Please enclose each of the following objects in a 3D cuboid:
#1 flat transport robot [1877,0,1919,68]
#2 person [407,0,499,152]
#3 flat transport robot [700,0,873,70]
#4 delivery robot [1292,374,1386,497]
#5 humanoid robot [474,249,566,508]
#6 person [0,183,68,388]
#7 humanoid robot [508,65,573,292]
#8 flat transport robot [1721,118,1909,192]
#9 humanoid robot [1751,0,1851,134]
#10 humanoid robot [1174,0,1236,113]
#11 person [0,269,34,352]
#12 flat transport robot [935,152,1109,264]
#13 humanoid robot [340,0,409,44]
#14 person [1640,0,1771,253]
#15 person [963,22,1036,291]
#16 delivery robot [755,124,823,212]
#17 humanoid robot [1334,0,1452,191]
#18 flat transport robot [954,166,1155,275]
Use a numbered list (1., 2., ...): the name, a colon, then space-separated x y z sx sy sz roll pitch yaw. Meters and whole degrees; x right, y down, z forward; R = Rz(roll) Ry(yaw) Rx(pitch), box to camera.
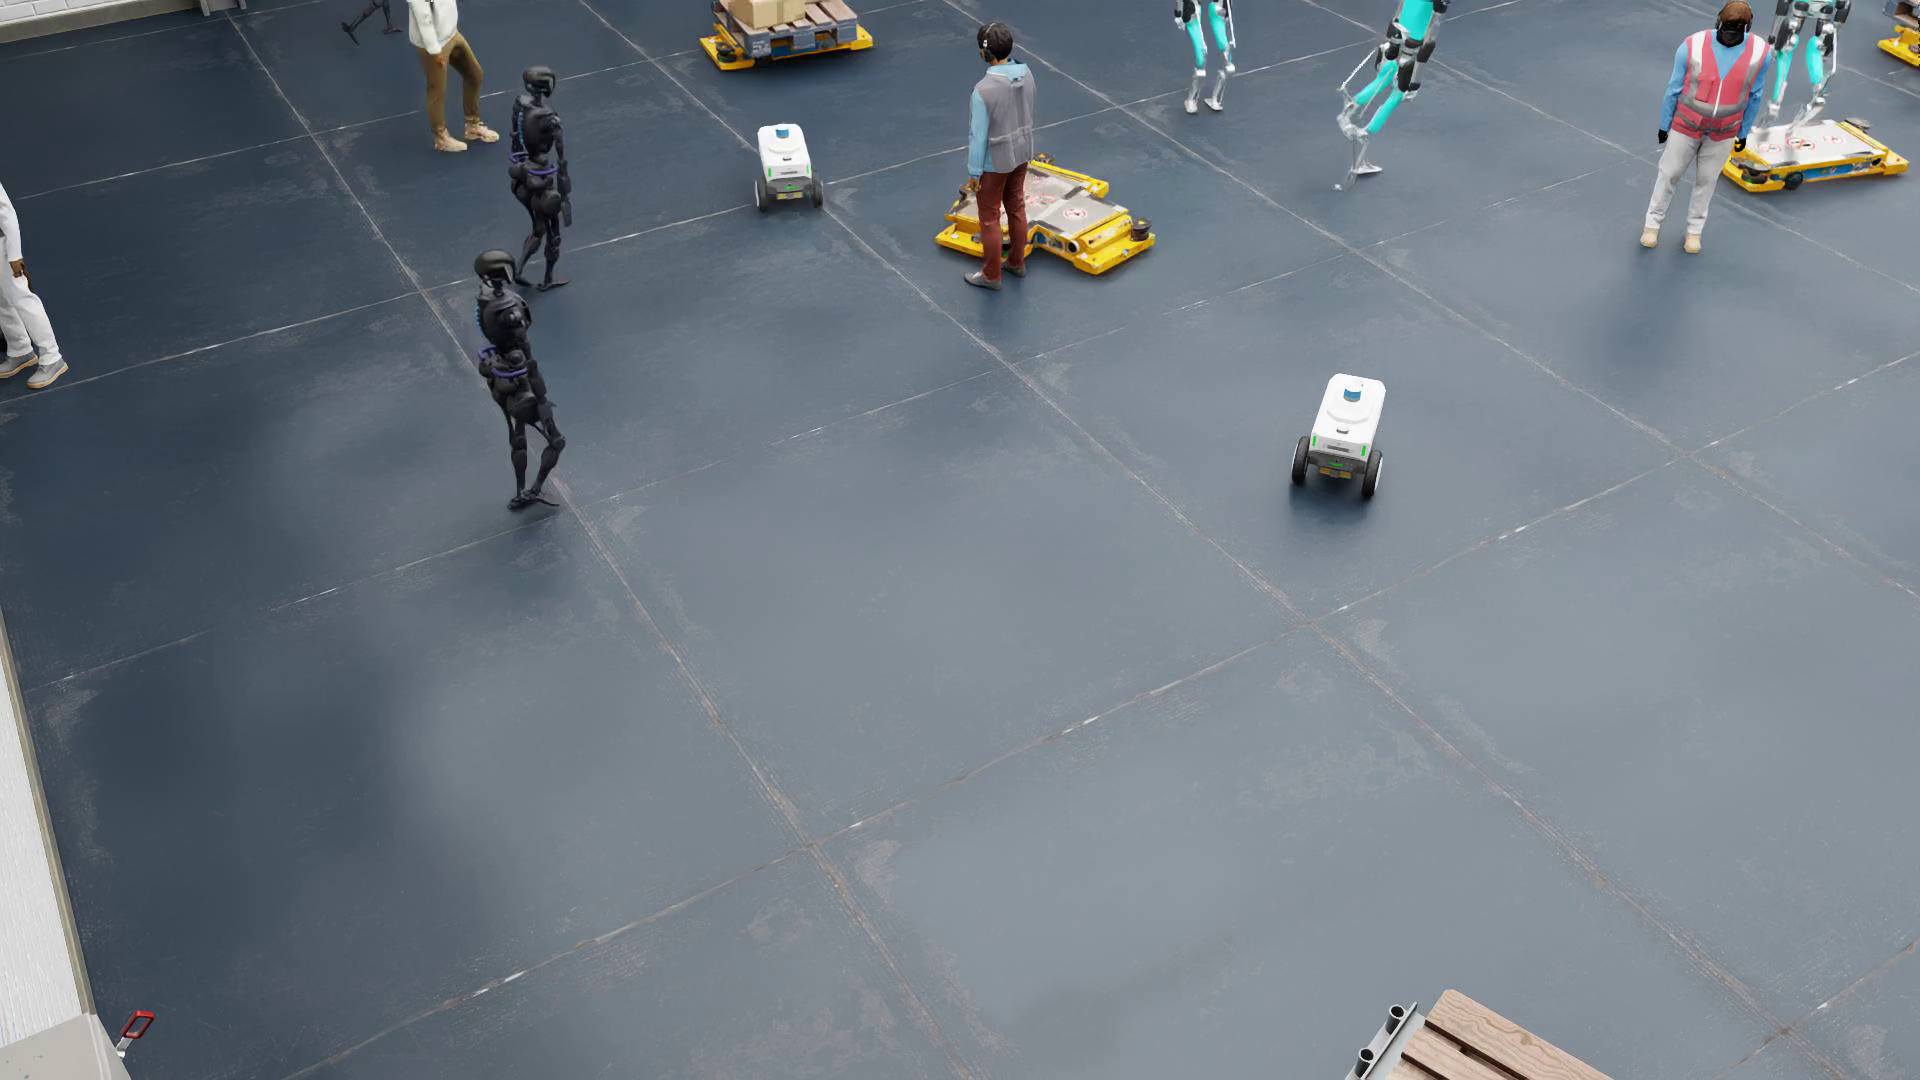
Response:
1. flat transport robot: 9.071 -4.464 14.925 1.431 0.231 0.659 -11 40 -14
2. person: -3.982 -3.862 12.972 0.619 1.746 0.546 7 39 9
3. flat transport robot: -1.571 -4.541 15.022 1.431 0.231 0.659 -15 41 -18
4. delivery robot: 2.290 -0.640 9.884 0.499 0.614 0.808 13 40 15
5. humanoid robot: -2.490 -0.892 9.282 0.354 1.655 0.599 -25 45 -28
6. person: -6.035 -1.819 10.287 0.584 1.882 0.344 16 41 19
7. humanoid robot: -2.892 -2.386 11.178 0.617 1.629 0.509 31 48 33
8. flat transport robot: 6.668 -3.037 13.124 1.431 0.231 0.659 -9 39 -12
9. humanoid robot: 6.593 -3.799 12.921 0.550 1.771 0.894 7 39 9
10. humanoid robot: 2.044 -4.271 13.446 0.540 1.728 0.688 -13 40 -16
11. person: -6.337 -2.110 10.613 0.354 1.937 0.550 1 38 2
12. flat transport robot: 0.480 -2.481 12.422 0.659 0.231 1.431 22 43 26
13. humanoid robot: -5.376 -5.268 14.827 0.651 1.636 0.608 -24 44 -27
14. person: 5.235 -2.898 11.695 0.630 1.837 0.431 10 39 12
15. person: 0.280 -2.558 11.231 0.413 1.870 0.541 32 48 33
16. delivery robot: -1.336 -2.879 12.685 0.499 0.583 0.774 -7 39 -9
17. humanoid robot: 3.157 -3.458 12.558 0.801 1.886 0.539 -12 40 -14
18. flat transport robot: 0.687 -2.388 12.305 1.431 0.231 0.659 32 48 33
